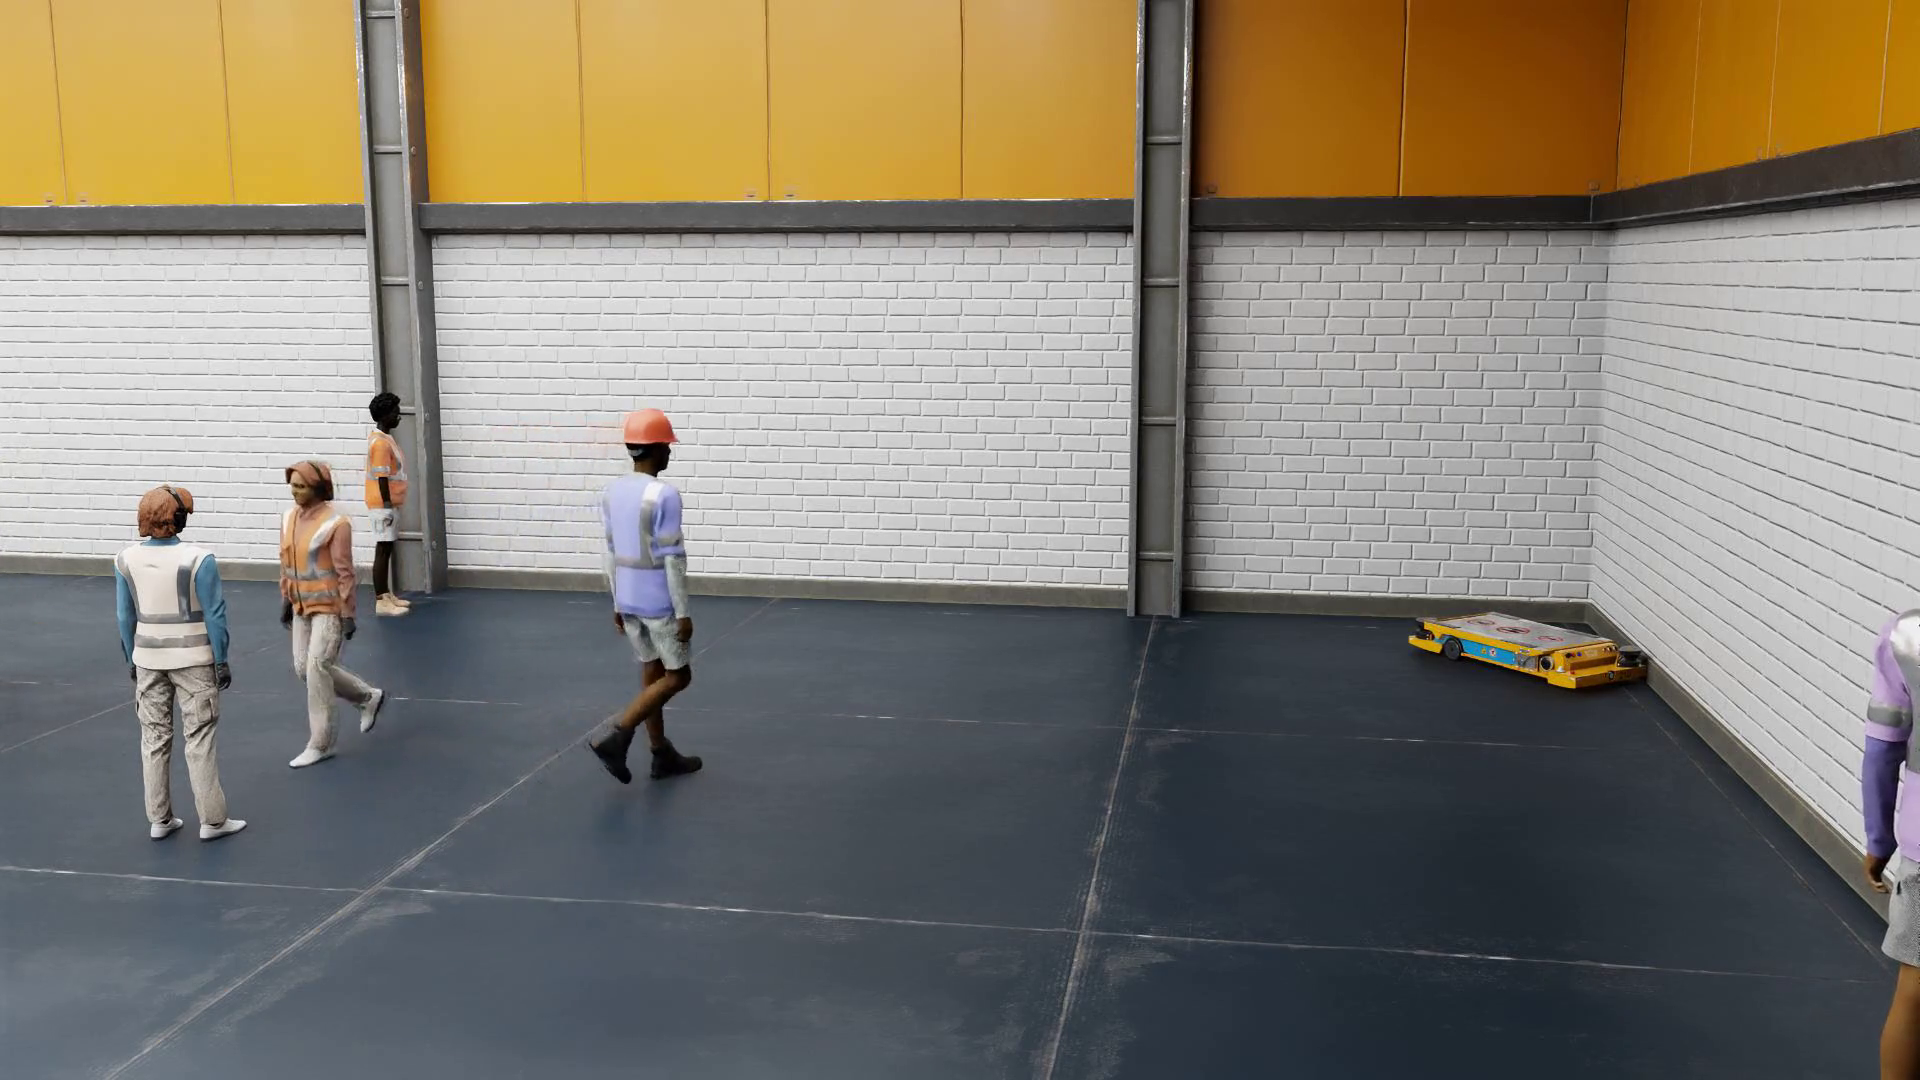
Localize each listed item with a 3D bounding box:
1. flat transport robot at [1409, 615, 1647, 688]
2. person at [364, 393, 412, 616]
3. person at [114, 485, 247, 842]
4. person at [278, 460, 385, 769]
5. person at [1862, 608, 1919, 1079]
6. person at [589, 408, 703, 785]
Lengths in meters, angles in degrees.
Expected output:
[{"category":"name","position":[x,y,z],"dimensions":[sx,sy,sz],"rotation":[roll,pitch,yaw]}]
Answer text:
[{"category":"flat transport robot","position":[3.714,0.701,10.964],"dimensions":[0.652,0.197,1.431],"rotation":[-5,11,-29]},{"category":"person","position":[-4.339,-0.270,12.595],"dimensions":[0.319,1.691,0.535],"rotation":[-3,10,-18]},{"category":"person","position":[-3.565,0.569,7.571],"dimensions":[0.511,1.641,0.309],"rotation":[1,9,7]},{"category":"person","position":[-3.370,0.363,8.882],"dimensions":[0.517,1.616,0.595],"rotation":[6,11,35]},{"category":"person","position":[2.816,0.854,4.581],"dimensions":[0.393,2.040,0.611],"rotation":[-7,12,-39]},{"category":"person","position":[-1.591,0.302,8.340],"dimensions":[0.558,1.926,0.630],"rotation":[9,13,44]}]
